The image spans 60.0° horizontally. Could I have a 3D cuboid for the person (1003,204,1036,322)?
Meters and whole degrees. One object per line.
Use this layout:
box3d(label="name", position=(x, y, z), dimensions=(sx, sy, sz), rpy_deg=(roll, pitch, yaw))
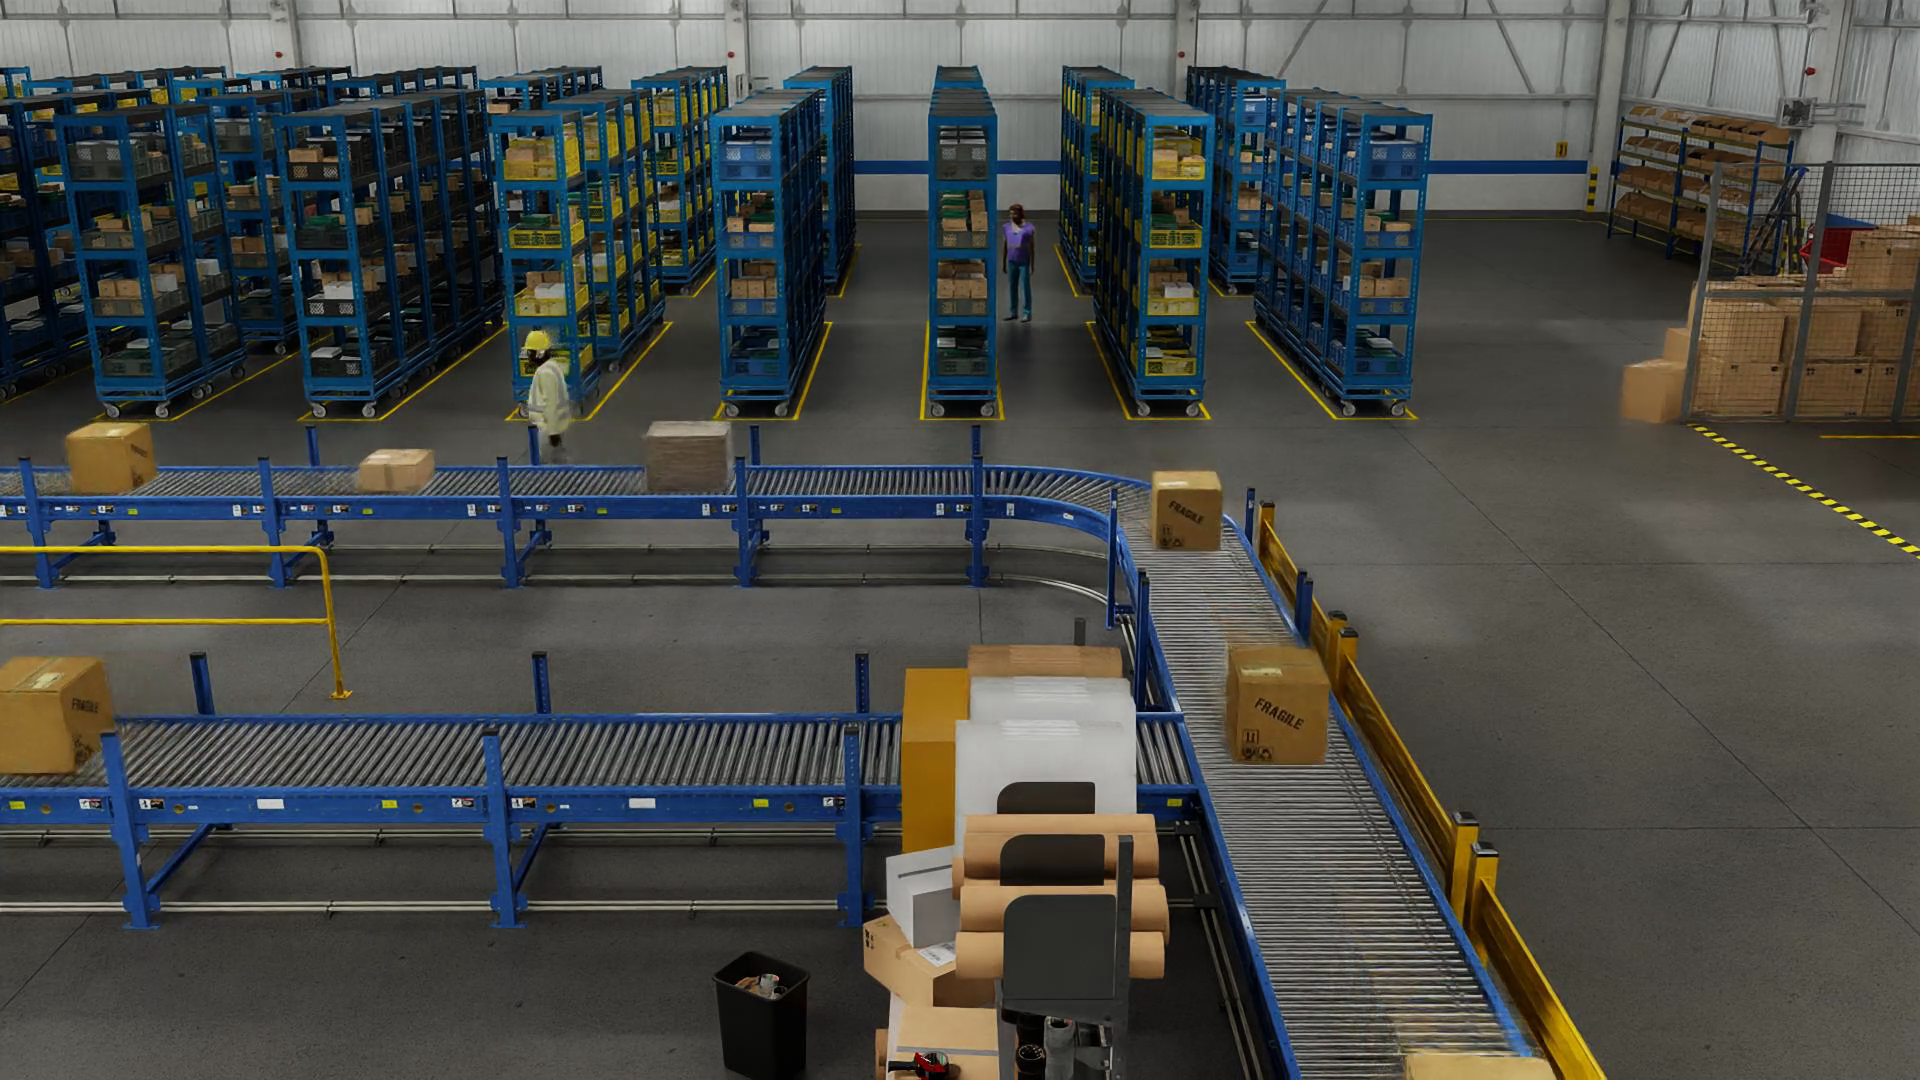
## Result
box3d(label="person", position=(0.933, -4.337, 26.039), dimensions=(0.566, 1.832, 0.404), rpy_deg=(11, 21, 31))

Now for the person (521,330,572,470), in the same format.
box3d(label="person", position=(-4.076, -1.139, 16.205), dimensions=(0.612, 1.810, 0.628), rpy_deg=(-2, 18, -7))

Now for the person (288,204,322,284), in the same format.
box3d(label="person", position=(-11.062, -5.061, 28.004), dimensions=(0.381, 1.994, 0.621), rpy_deg=(12, 22, 33))
